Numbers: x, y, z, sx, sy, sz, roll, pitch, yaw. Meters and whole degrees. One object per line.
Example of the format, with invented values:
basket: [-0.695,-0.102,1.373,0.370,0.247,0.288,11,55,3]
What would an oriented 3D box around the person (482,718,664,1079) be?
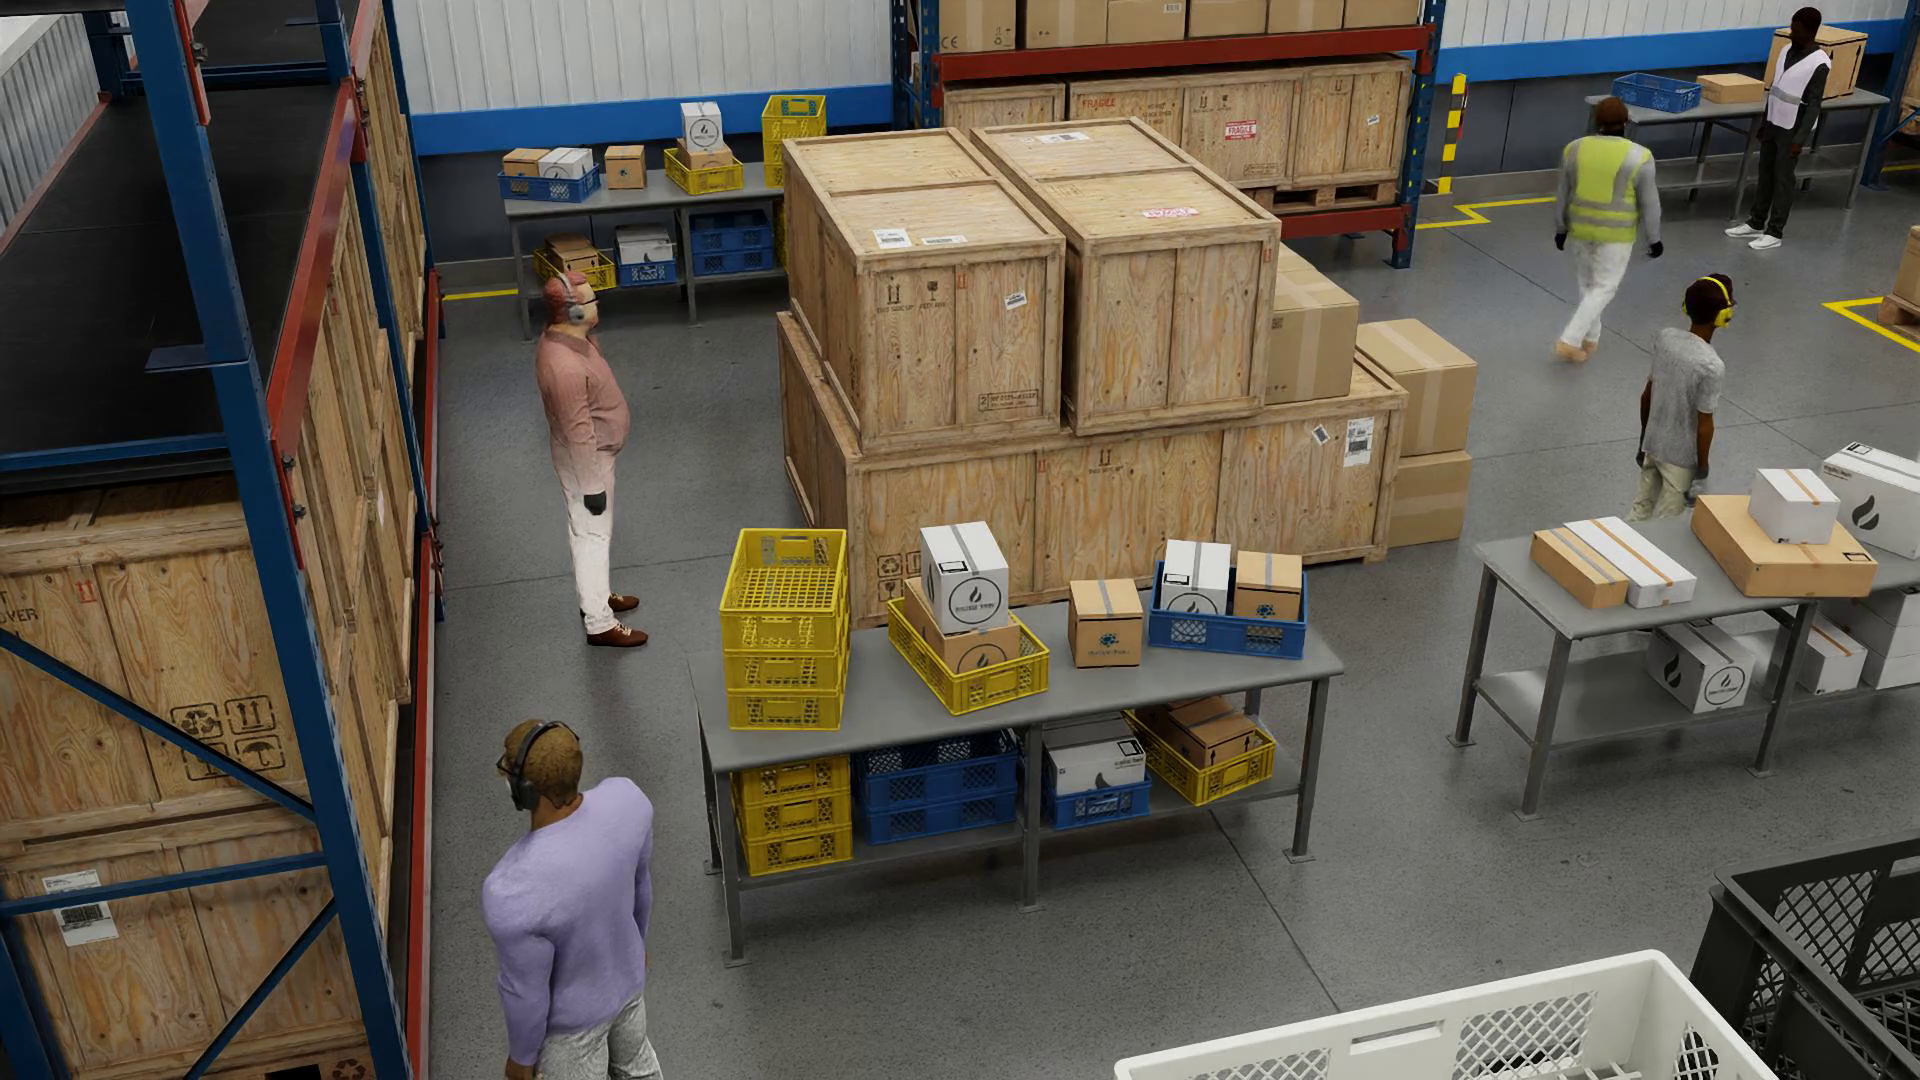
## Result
person: [-1.126,1.344,4.934,0.372,1.940,0.632,13,32,23]

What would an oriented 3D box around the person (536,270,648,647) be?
person: [-1.795,-0.390,8.108,0.408,1.913,0.642,-7,30,-13]

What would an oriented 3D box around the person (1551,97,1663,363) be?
person: [4.387,-2.086,11.302,0.579,1.820,0.700,-23,36,-36]

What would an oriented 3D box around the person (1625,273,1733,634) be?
person: [3.522,-0.412,8.191,0.327,1.872,0.516,-7,30,-13]

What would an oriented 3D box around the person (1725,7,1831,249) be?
person: [6.671,-3.323,13.430,0.392,1.915,0.590,-4,29,-7]
